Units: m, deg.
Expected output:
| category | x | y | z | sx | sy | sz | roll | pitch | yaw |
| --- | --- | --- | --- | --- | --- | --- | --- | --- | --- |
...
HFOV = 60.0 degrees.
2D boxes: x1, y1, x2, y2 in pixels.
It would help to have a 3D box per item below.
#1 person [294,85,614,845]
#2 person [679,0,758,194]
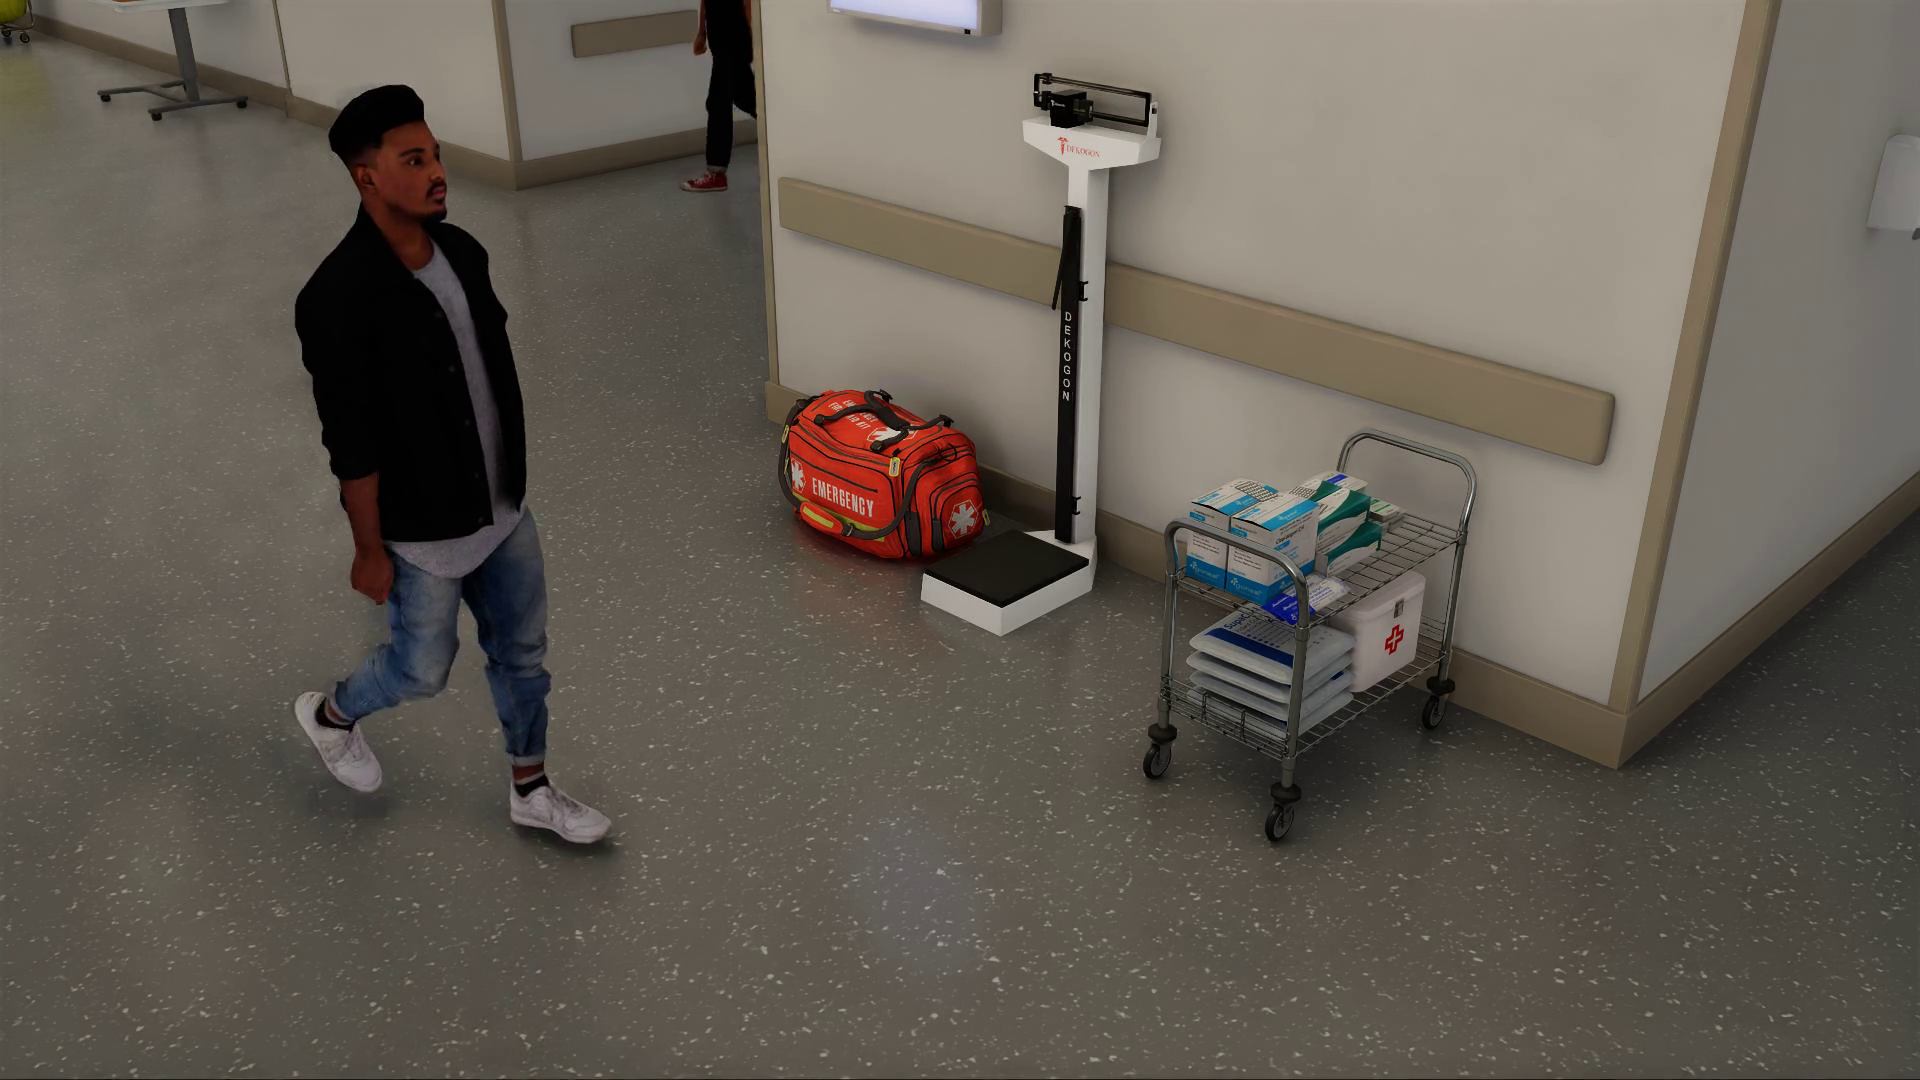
| category | x | y | z | sx | sy | sz | roll | pitch | yaw |
| --- | --- | --- | --- | --- | --- | --- | --- | --- | --- |
| person | -1.263 | -0.116 | 3.796 | 1.171 | 1.791 | 0.933 | 11 | 28 | 22 |
| person | -1.245 | -2.916 | 9.672 | 0.910 | 1.731 | 1.135 | -13 | 29 | -25 |
